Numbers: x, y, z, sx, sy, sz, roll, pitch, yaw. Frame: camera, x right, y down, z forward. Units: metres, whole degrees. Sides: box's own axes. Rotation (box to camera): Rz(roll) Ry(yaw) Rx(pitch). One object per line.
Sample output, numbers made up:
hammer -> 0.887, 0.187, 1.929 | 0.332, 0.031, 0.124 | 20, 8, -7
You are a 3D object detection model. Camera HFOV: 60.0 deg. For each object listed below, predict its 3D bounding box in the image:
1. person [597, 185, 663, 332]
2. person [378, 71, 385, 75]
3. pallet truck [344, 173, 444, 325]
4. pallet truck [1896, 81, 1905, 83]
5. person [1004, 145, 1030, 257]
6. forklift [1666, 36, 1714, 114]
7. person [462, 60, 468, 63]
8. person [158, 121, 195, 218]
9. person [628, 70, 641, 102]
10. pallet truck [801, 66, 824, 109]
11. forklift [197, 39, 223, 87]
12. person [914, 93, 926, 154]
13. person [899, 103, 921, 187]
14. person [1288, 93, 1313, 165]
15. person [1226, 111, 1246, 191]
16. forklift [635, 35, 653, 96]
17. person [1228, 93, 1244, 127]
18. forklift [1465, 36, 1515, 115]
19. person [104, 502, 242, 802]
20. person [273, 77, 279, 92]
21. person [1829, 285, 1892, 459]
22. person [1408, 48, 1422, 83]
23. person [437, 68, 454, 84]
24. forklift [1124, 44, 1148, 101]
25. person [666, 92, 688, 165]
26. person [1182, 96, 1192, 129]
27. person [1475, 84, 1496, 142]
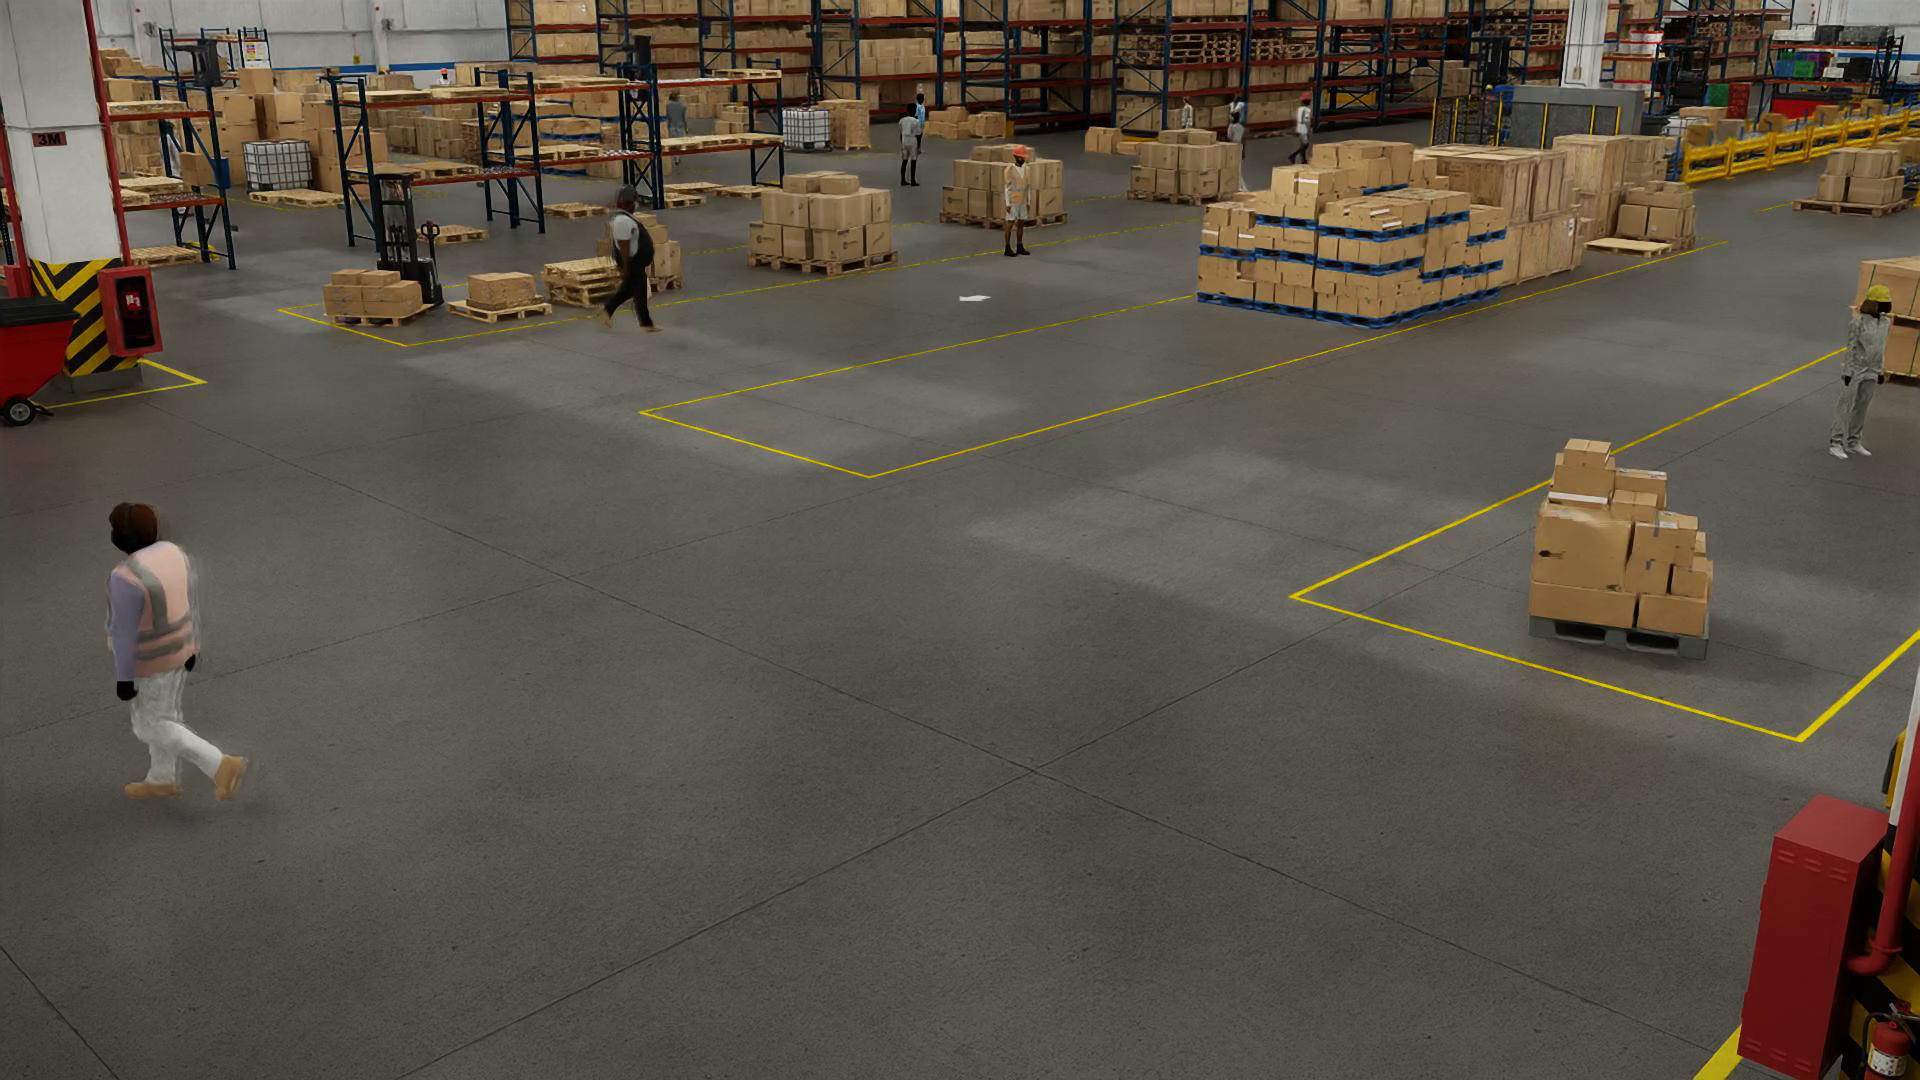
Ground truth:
person -> -4.557, -3.841, 22.665 | 0.819, 2.000, 0.690 | -3, 19, -8
person -> -19.631, -15.035, 56.703 | 0.429, 1.842, 0.635 | 7, 20, 20
pallet truck -> -8.209, -4.181, 23.757 | 0.823, 1.965, 1.885 | 3, 19, 9
pallet truck -> 34.802, -16.331, 61.455 | 0.653, 1.274, 1.630 | 17, 25, 41
person -> 1.030, -5.946, 29.194 | 0.542, 1.928, 0.400 | -14, 23, -36
forklift -> 27.341, -17.291, 61.877 | 1.129, 2.768, 1.873 | 17, 25, 41
person -> -18.391, -17.017, 62.468 | 0.620, 1.974, 0.632 | -8, 20, -22
person -> -16.150, -7.610, 34.182 | 0.631, 1.940, 0.372 | 12, 22, 32
person -> -11.060, -14.862, 56.085 | 0.595, 1.912, 0.387 | -9, 21, -26
pallet truck -> -4.812, -15.182, 56.903 | 0.823, 1.965, 1.885 | -9, 21, -26
forklift -> -26.193, -16.094, 58.270 | 1.129, 2.768, 1.873 | 17, 25, 41
person -> -1.158, -11.847, 47.340 | 0.322, 1.691, 0.532 | 7, 20, 20
person -> -1.172, -9.371, 39.466 | 0.606, 1.957, 0.384 | 14, 23, 36
person -> 8.993, -10.762, 43.700 | 0.630, 1.926, 0.558 | -4, 19, -12
person -> 6.347, -8.997, 38.555 | 0.540, 1.826, 0.962 | -15, 24, -38
forklift -> -11.964, -17.715, 63.154 | 1.873, 2.768, 1.129 | -10, 21, -28
person -> 8.134, -12.306, 48.830 | 0.519, 1.624, 0.527 | 14, 23, 37
forklift -> 19.973, -17.201, 61.605 | 1.873, 2.768, 1.129 | 16, 24, 40
person -> -4.514, 0.664, 9.431 | 0.703, 1.826, 0.635 | 0, 18, 0
person -> -20.971, -13.184, 50.975 | 0.376, 1.940, 0.629 | -17, 25, -42
person -> 9.043, -1.681, 16.623 | 0.484, 1.745, 0.296 | -6, 19, -18
person -> 21.602, -22.401, 78.919 | 0.629, 1.836, 0.429 | 2, 18, 5
person -> -17.590, -15.184, 57.002 | 0.550, 1.935, 0.375 | -8, 20, -22
forklift -> 6.238, -14.581, 53.712 | 1.129, 2.768, 1.873 | 17, 25, 41
person -> -7.648, -11.021, 44.520 | 0.661, 1.893, 0.976 | -6, 19, -17
person -> 6.420, -11.732, 47.064 | 0.314, 1.641, 0.515 | 8, 20, 22
person -> 16.042, -13.011, 50.776 | 0.535, 1.728, 0.836 | 2, 18, 7
